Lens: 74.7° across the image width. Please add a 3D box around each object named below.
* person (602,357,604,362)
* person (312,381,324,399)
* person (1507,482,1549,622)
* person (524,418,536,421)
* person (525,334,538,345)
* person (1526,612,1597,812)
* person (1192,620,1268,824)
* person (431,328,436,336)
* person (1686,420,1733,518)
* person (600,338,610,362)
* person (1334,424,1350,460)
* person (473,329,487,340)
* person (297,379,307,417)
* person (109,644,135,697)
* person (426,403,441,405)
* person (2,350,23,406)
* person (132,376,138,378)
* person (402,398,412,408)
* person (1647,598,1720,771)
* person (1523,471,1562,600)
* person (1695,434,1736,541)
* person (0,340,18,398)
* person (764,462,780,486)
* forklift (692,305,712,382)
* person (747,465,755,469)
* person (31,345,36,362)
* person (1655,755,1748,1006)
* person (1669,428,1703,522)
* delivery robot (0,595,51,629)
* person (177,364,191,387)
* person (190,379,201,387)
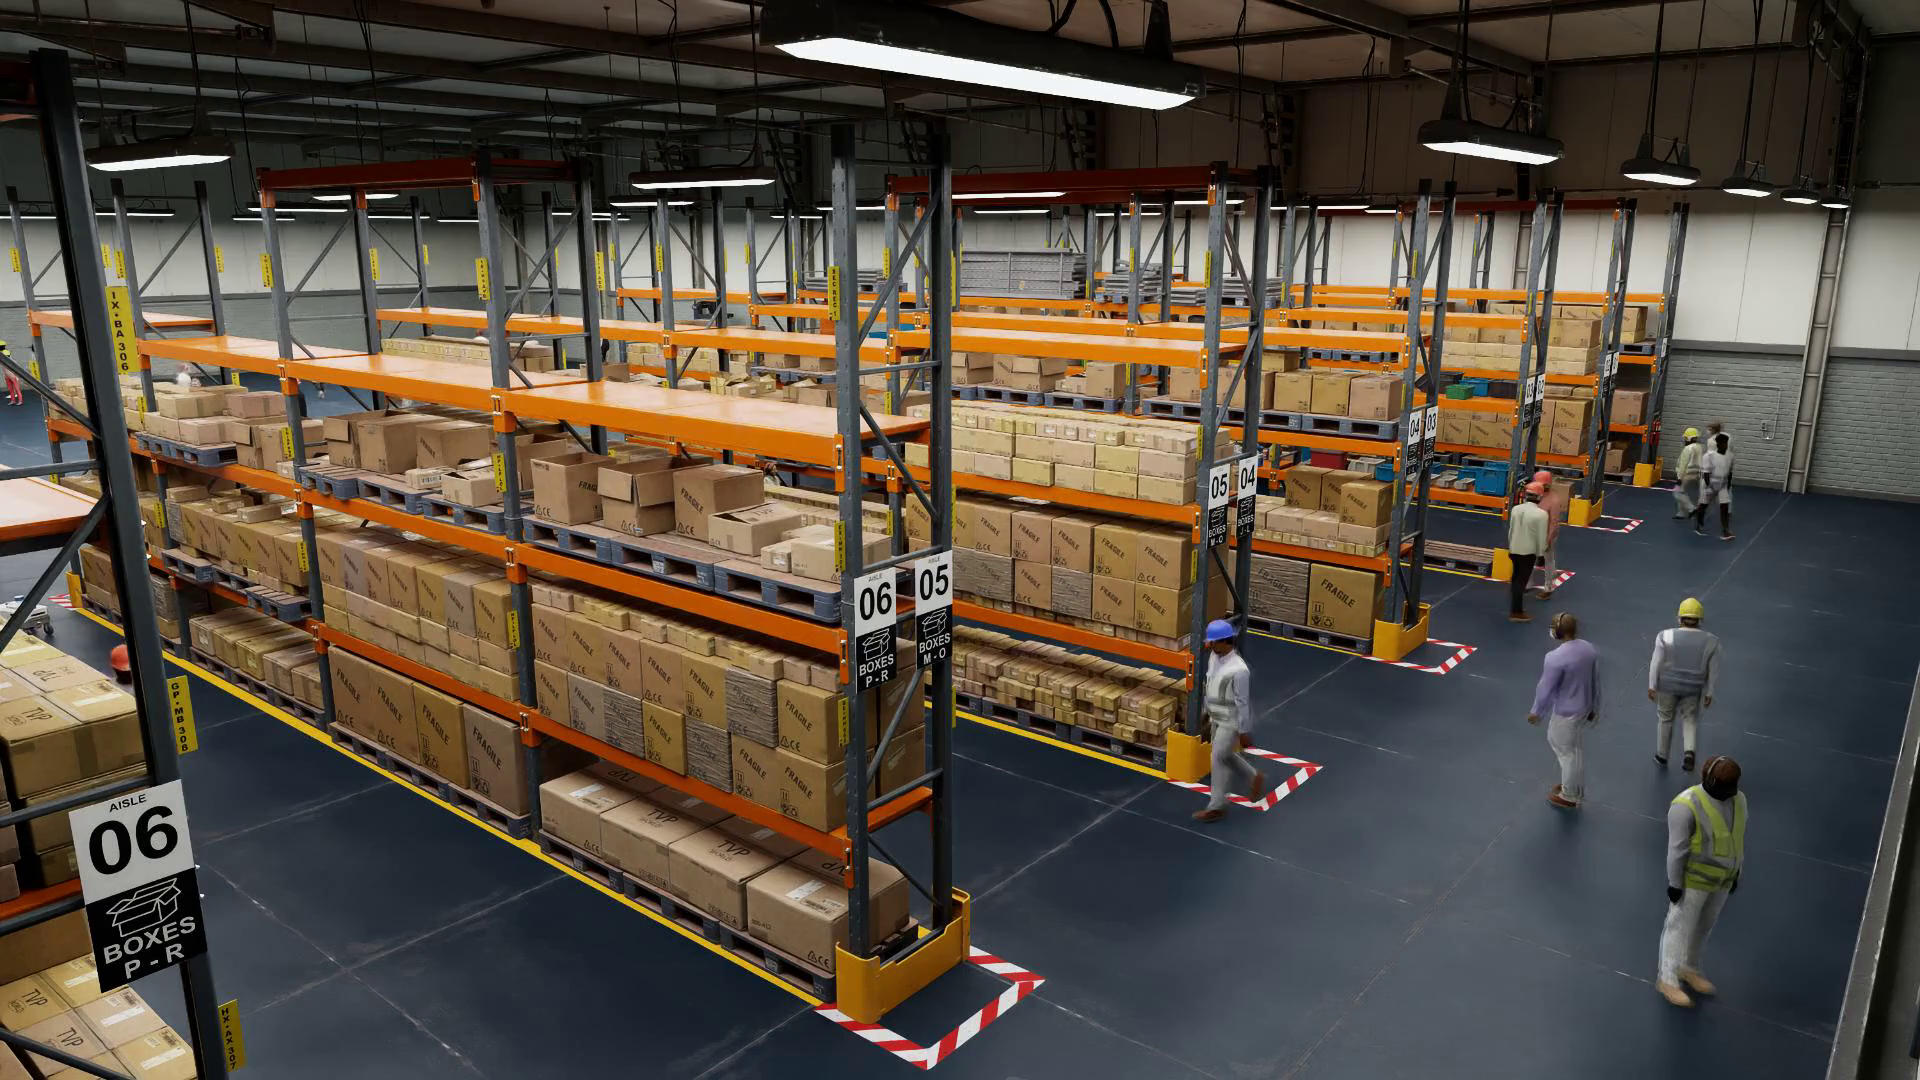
[{"bbox_3d":[-10.759,-4.622,37.822,0.528,1.842,0.375,1,14,4],"label":"person"},{"bbox_3d":[-21.380,-5.547,41.934,0.371,1.682,0.539,7,15,26],"label":"person"},{"bbox_3d":[8.076,0.156,17.915,0.625,1.967,0.618,-5,14,-19],"label":"person"},{"bbox_3d":[-10.682,-2.878,30.680,0.853,1.808,0.592,-4,14,-15],"label":"person"},{"bbox_3d":[-16.529,-7.158,48.683,0.529,1.631,0.292,-10,17,-35],"label":"person"},{"bbox_3d":[5.741,1.624,11.970,0.636,1.910,0.534,-10,17,-36],"label":"person"},{"bbox_3d":[2.574,1.665,11.807,0.782,1.911,0.632,-3,14,-11],"label":"person"},{"bbox_3d":[-21.559,-7.840,51.470,0.499,1.636,0.283,-1,14,-3],"label":"person"},{"bbox_3d":[14.604,-1.375,24.344,0.674,1.885,0.762,-8,16,-29],"label":"person"},{"bbox_3d":[-13.886,-7.409,48.942,0.535,2.000,0.674,0,14,1],"label":"person"},{"bbox_3d":[7.903,-1.793,25.836,1.043,1.993,0.636,11,18,39],"label":"person"},{"bbox_3d":[-18.247,-7.107,48.024,0.911,1.852,0.576,9,16,31],"label":"person"},{"bbox_3d":[-16.151,-2.985,30.750,0.389,1.992,0.623,-6,15,-24],"label":"person"},{"bbox_3d":[-7.399,1.806,11.314,0.560,1.861,1.098,-13,18,-42],"label":"person"},{"bbox_3d":[-14.913,-4.137,35.682,0.642,1.905,0.399,-13,19,-42],"label":"person"},{"bbox_3d":[-30.399,-5.193,40.312,0.533,1.767,0.327,2,14,9],"label":"person"},{"bbox_3d":[-20.684,-3.186,31.786,0.601,1.885,1.022,3,14,10],"label":"person"},{"bbox_3d":[-16.165,-4.207,36.557,0.583,1.626,0.525,4,14,14],"label":"person"},{"bbox_3d":[7.308,1.482,12.756,0.597,1.818,0.513,5,14,18],"label":"person"},{"bbox_3d":[8.647,-0.064,18.791,0.696,1.957,0.651,-5,15,-20],"label":"person"},{"bbox_3d":[13.580,-0.944,22.534,0.614,1.897,1.026,0,14,-1],"label":"person"},{"bbox_3d":[-31.959,-5.733,42.201,0.386,1.922,0.594,-7,15,-27],"label":"person"},{"bbox_3d":[-3.192,-0.515,21.326,0.310,1.642,0.514,6,15,22],"label":"person"},{"bbox_3d":[-9.511,-7.392,47.124,1.873,2.768,1.129,11,17,38],"label":"forklift"},{"bbox_3d":[-4.406,-2.007,26.893,0.372,1.915,0.599,5,15,21],"label":"person"},{"bbox_3d":[-31.782,-5.909,43.417,0.361,1.682,0.548,-12,18,-41],"label":"person"},{"bbox_3d":[5.288,2.393,8.949,0.632,1.842,0.429,-5,15,-19],"label":"person"},{"bbox_3d":[13.819,-1.219,23.870,0.605,1.811,0.472,-11,18,-39],"label":"person"},{"bbox_3d":[-12.842,1.003,17.240,0.707,0.478,0.477,6,15,22],"label":"delivery robot"},{"bbox_3d":[-21.634,-4.012,35.295,1.023,1.856,0.641,-12,18,-40],"label":"person"},{"bbox_3d":[-18.927,-3.062,31.337,0.664,1.856,0.975,-7,15,-27],"label":"person"}]
